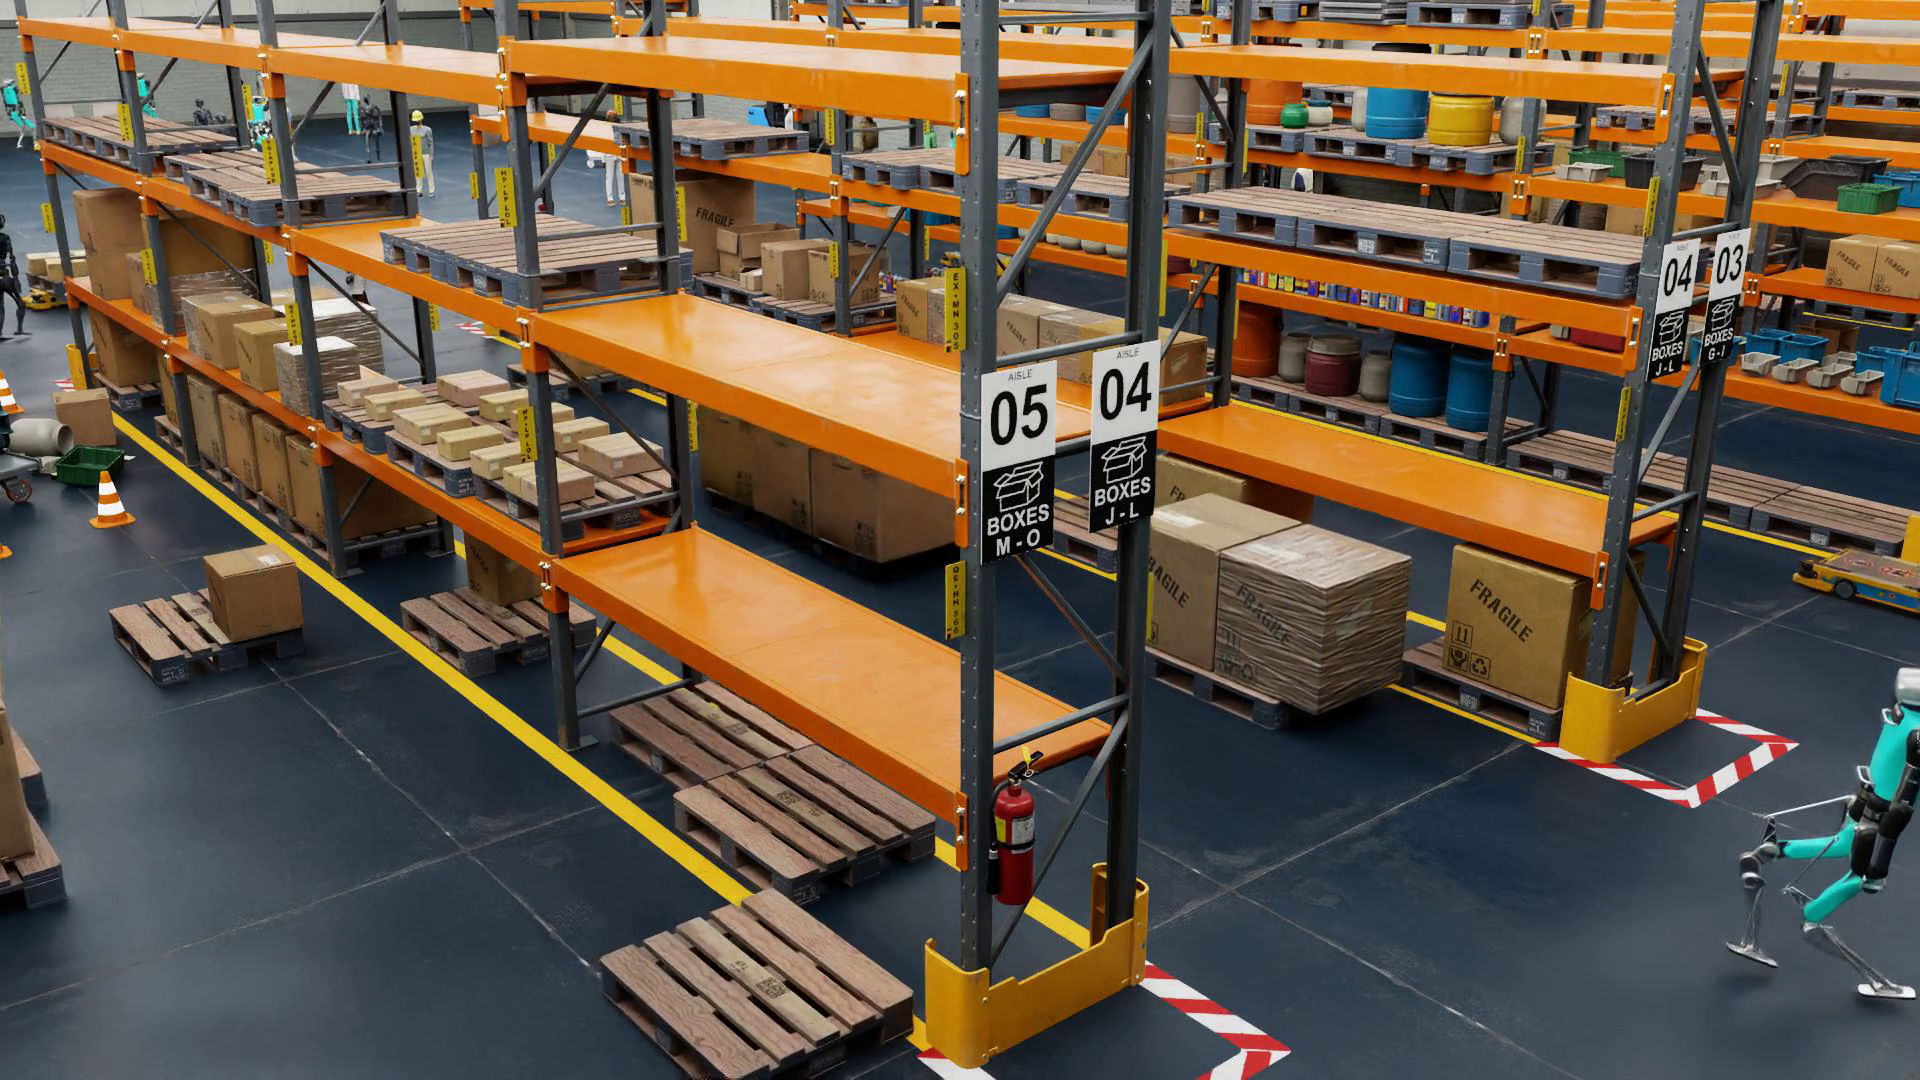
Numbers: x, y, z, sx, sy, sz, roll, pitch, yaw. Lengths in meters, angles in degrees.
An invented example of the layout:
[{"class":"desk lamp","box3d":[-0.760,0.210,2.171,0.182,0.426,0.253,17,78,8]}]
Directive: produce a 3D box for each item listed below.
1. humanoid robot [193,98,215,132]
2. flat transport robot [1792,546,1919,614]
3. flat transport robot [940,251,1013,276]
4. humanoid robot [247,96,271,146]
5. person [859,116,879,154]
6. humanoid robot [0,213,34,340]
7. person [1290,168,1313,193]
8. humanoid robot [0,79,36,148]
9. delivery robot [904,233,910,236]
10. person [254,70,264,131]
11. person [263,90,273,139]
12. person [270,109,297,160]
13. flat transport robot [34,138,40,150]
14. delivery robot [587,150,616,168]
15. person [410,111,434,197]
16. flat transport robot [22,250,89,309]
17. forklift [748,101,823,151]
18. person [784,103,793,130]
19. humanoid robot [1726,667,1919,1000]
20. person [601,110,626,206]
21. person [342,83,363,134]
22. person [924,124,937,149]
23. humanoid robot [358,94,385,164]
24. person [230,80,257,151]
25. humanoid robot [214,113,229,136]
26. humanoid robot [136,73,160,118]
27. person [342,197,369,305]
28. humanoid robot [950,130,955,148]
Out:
[{"class":"humanoid robot","box3d":[-17.563,-9.424,38.645,0.567,1.639,0.612,7,21,20]},{"class":"flat transport robot","box3d":[7.323,0.371,12.880,0.659,0.231,1.431,-15,24,-37]},{"class":"flat transport robot","box3d":[0.356,-4.431,26.548,0.659,0.231,1.431,-13,23,-33]},{"class":"humanoid robot","box3d":[-15.773,-9.144,37.789,0.802,1.806,0.567,13,23,33]},{"class":"person","box3d":[-1.904,-8.373,35.581,0.565,1.707,0.918,-15,24,-36]},{"class":"humanoid robot","box3d":[-12.446,-3.408,21.536,0.606,1.639,0.463,9,21,24]},{"class":"person","box3d":[5.533,-5.430,27.010,0.390,1.846,0.565,9,21,23]},{"class":"humanoid robot","box3d":[-24.519,-11.129,43.426,0.530,1.794,0.795,3,20,9]},{"class":"delivery robot","box3d":[-0.625,-5.698,29.748,0.812,0.611,0.499,-16,25,-38]},{"class":"person","box3d":[-19.932,-12.685,47.616,0.407,1.876,0.499,-2,19,-6]},{"class":"person","box3d":[-18.639,-11.637,44.913,0.322,1.690,0.532,-5,20,-13]},{"class":"person","box3d":[-15.024,-8.935,36.969,0.531,1.864,0.828,3,20,8]},{"class":"flat transport robot","box3d":[-23.761,-10.334,43.348,0.659,0.231,1.431,-10,22,-26]},{"class":"delivery robot","box3d":[-8.489,-9.131,39.470,0.766,0.580,0.499,-5,20,-13]},{"class":"person","box3d":[-11.132,-7.970,34.365,0.522,1.765,0.314,2,19,5]},{"class":"flat transport robot","box3d":[-12.754,-3.563,24.076,0.659,0.231,1.431,18,26,41]},{"class":"forklift","box3d":[-4.526,-11.368,42.374,1.129,2.768,1.873,-15,24,-37]},{"class":"person","box3d":[-3.691,-8.752,36.393,0.355,1.895,0.580,-5,20,-15]},{"class":"humanoid robot","box3d":[4.053,1.394,7.833,1.034,1.757,0.542,7,20,18]},{"class":"person","box3d":[-6.901,-7.626,33.225,0.565,1.878,0.354,-14,24,-34]},{"class":"person","box3d":[-17.052,-12.360,46.629,0.499,1.915,0.370,6,20,16]},{"class":"person","box3d":[-0.638,-7.558,33.235,0.483,1.733,0.322,16,25,38]},{"class":"humanoid robot","box3d":[-14.164,-9.900,40.034,0.593,1.630,0.745,-3,20,-9]},{"class":"person","box3d":[-18.120,-10.739,42.130,0.791,1.843,0.416,7,21,20]},{"class":"humanoid robot","box3d":[-15.663,-8.194,35.160,0.661,1.636,0.603,0,19,-1]},{"class":"humanoid robot","box3d":[-22.305,-11.919,45.813,0.544,1.880,0.762,4,20,10]},{"class":"person","box3d":[-7.797,-3.513,21.377,0.368,1.965,0.605,-4,20,-11]},{"class":"humanoid robot","box3d":[-0.251,-7.172,32.229,1.033,1.763,0.580,-15,24,-37]}]
